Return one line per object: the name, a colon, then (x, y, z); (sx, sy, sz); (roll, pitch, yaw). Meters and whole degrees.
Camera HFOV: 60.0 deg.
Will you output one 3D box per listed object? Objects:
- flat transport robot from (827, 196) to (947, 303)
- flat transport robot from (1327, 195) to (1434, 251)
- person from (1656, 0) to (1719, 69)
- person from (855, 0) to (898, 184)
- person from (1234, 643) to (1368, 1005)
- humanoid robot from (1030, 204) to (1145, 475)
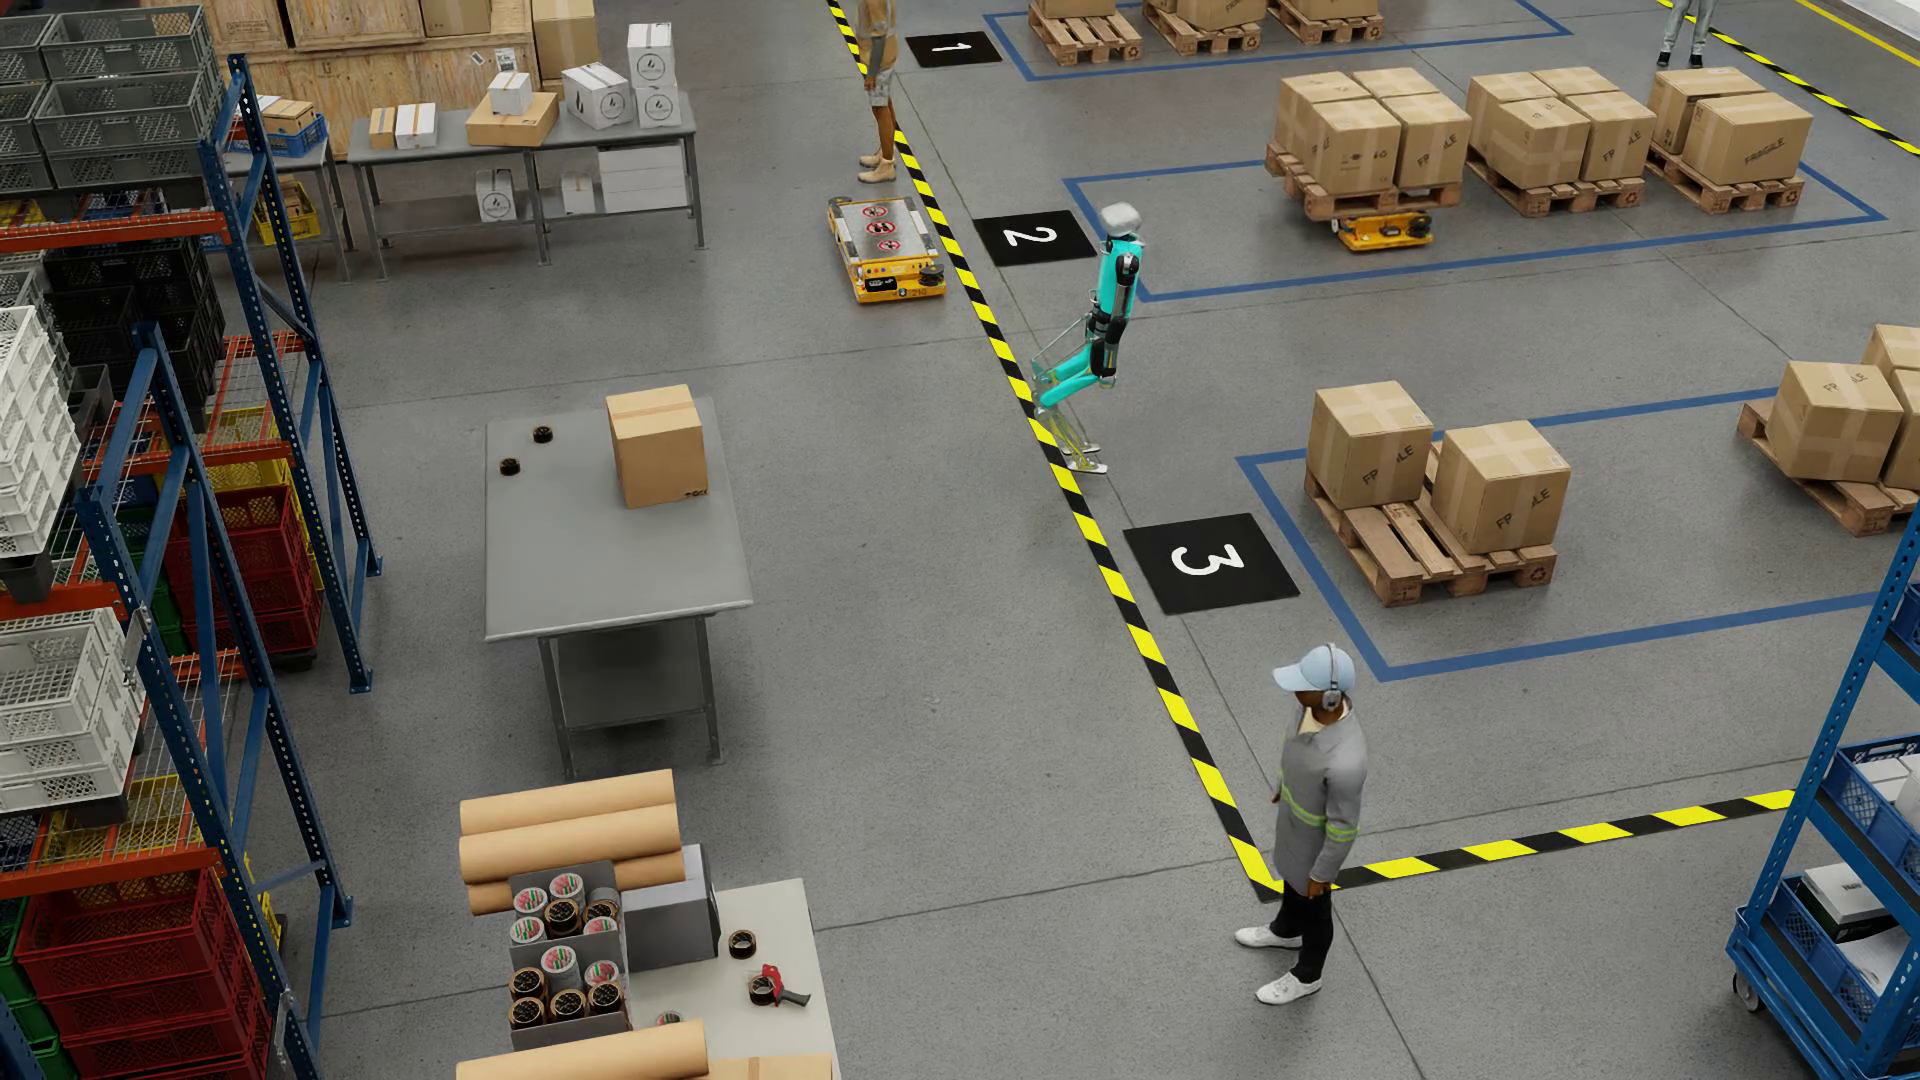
flat transport robot: (-0.570, -2.220, 12.538); (0.659, 0.231, 1.431); (-8, 37, -10)
flat transport robot: (3.145, -2.711, 13.174); (0.652, 0.197, 1.431); (-8, 37, -10)
person: (6.877, -5.272, 15.329); (0.601, 1.830, 0.404); (9, 38, 12)
person: (-0.681, -3.848, 13.240); (0.375, 2.045, 0.605); (2, 37, 2)
person: (1.374, 1.146, 6.687); (0.401, 1.851, 0.590); (-3, 37, -4)
humanoid robot: (0.677, -1.166, 9.781); (0.735, 1.673, 0.533); (-1, 37, -1)
